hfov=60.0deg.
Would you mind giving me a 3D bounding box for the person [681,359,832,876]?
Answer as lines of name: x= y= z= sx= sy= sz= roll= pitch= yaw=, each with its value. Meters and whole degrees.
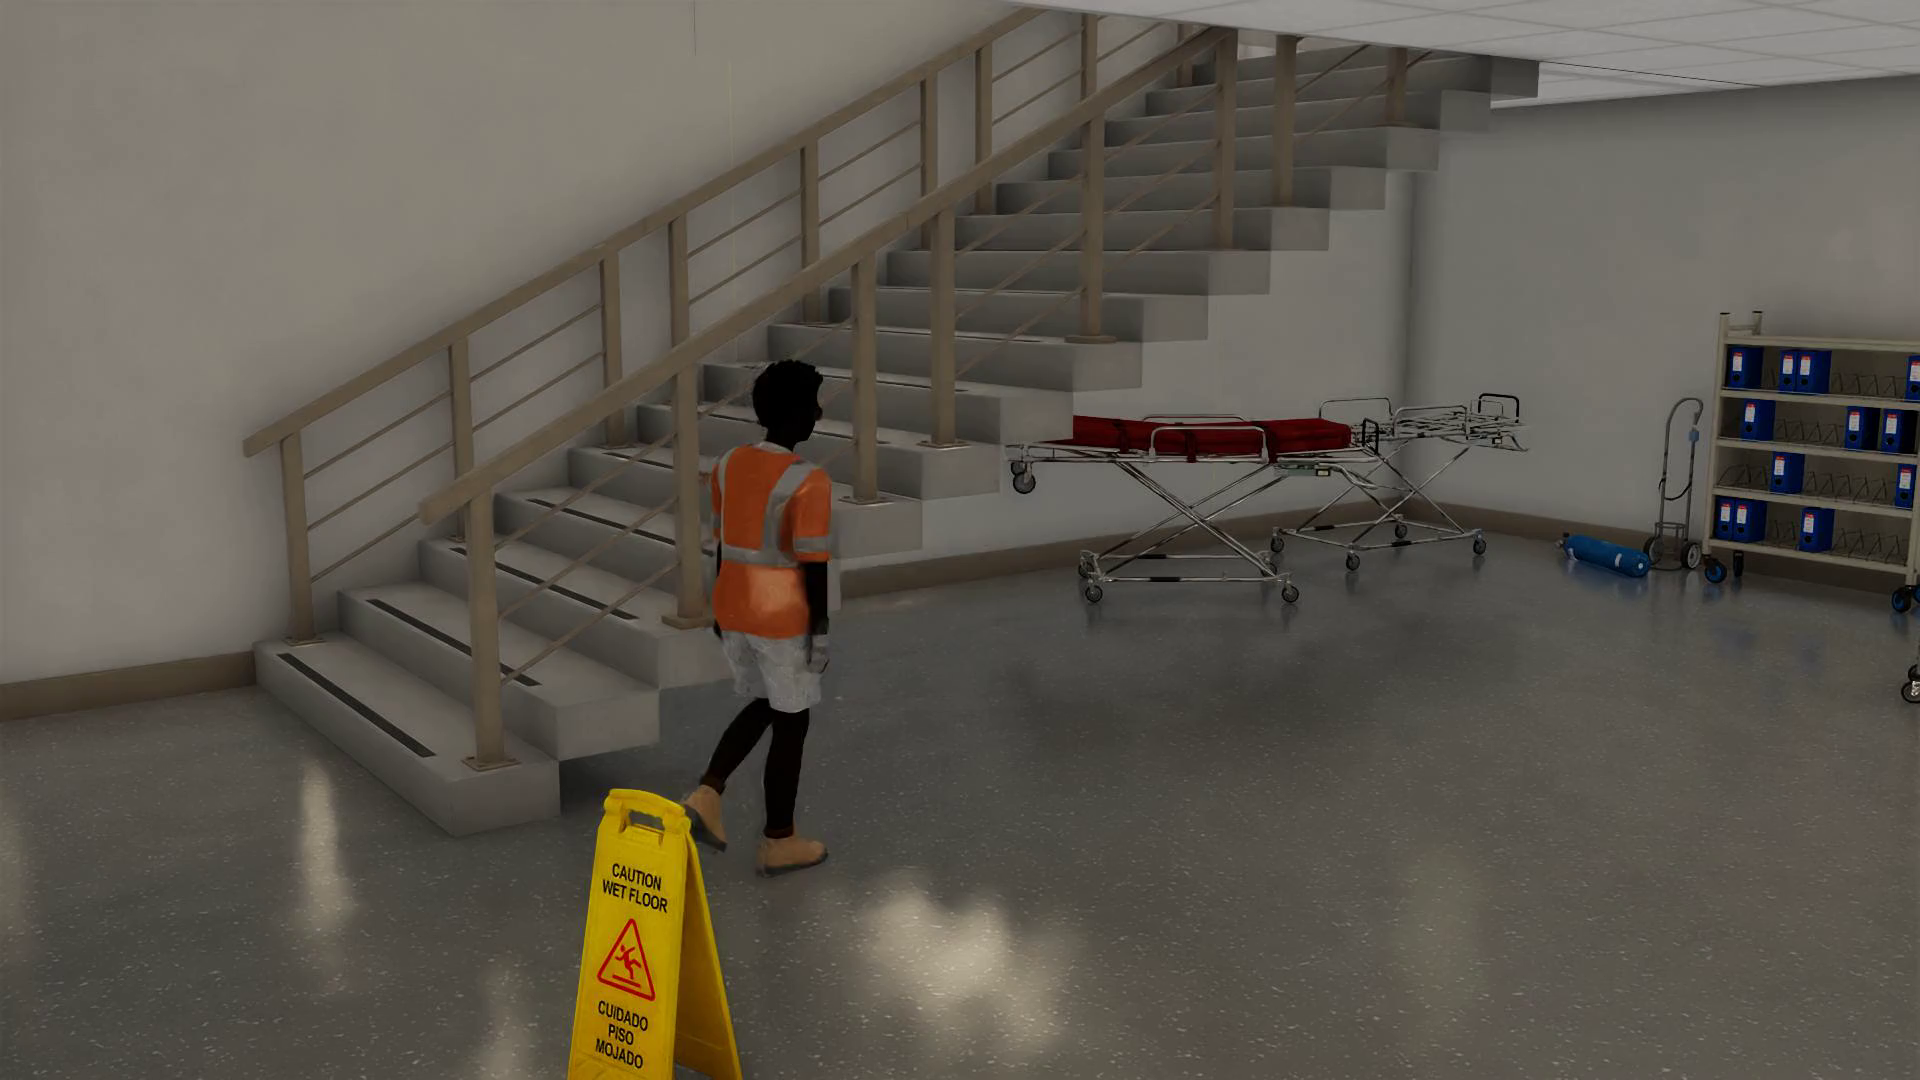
person: x=-0.639 y=0.263 z=5.356 sx=0.441 sy=1.676 sz=0.556 roll=-10 pitch=14 yaw=-44
